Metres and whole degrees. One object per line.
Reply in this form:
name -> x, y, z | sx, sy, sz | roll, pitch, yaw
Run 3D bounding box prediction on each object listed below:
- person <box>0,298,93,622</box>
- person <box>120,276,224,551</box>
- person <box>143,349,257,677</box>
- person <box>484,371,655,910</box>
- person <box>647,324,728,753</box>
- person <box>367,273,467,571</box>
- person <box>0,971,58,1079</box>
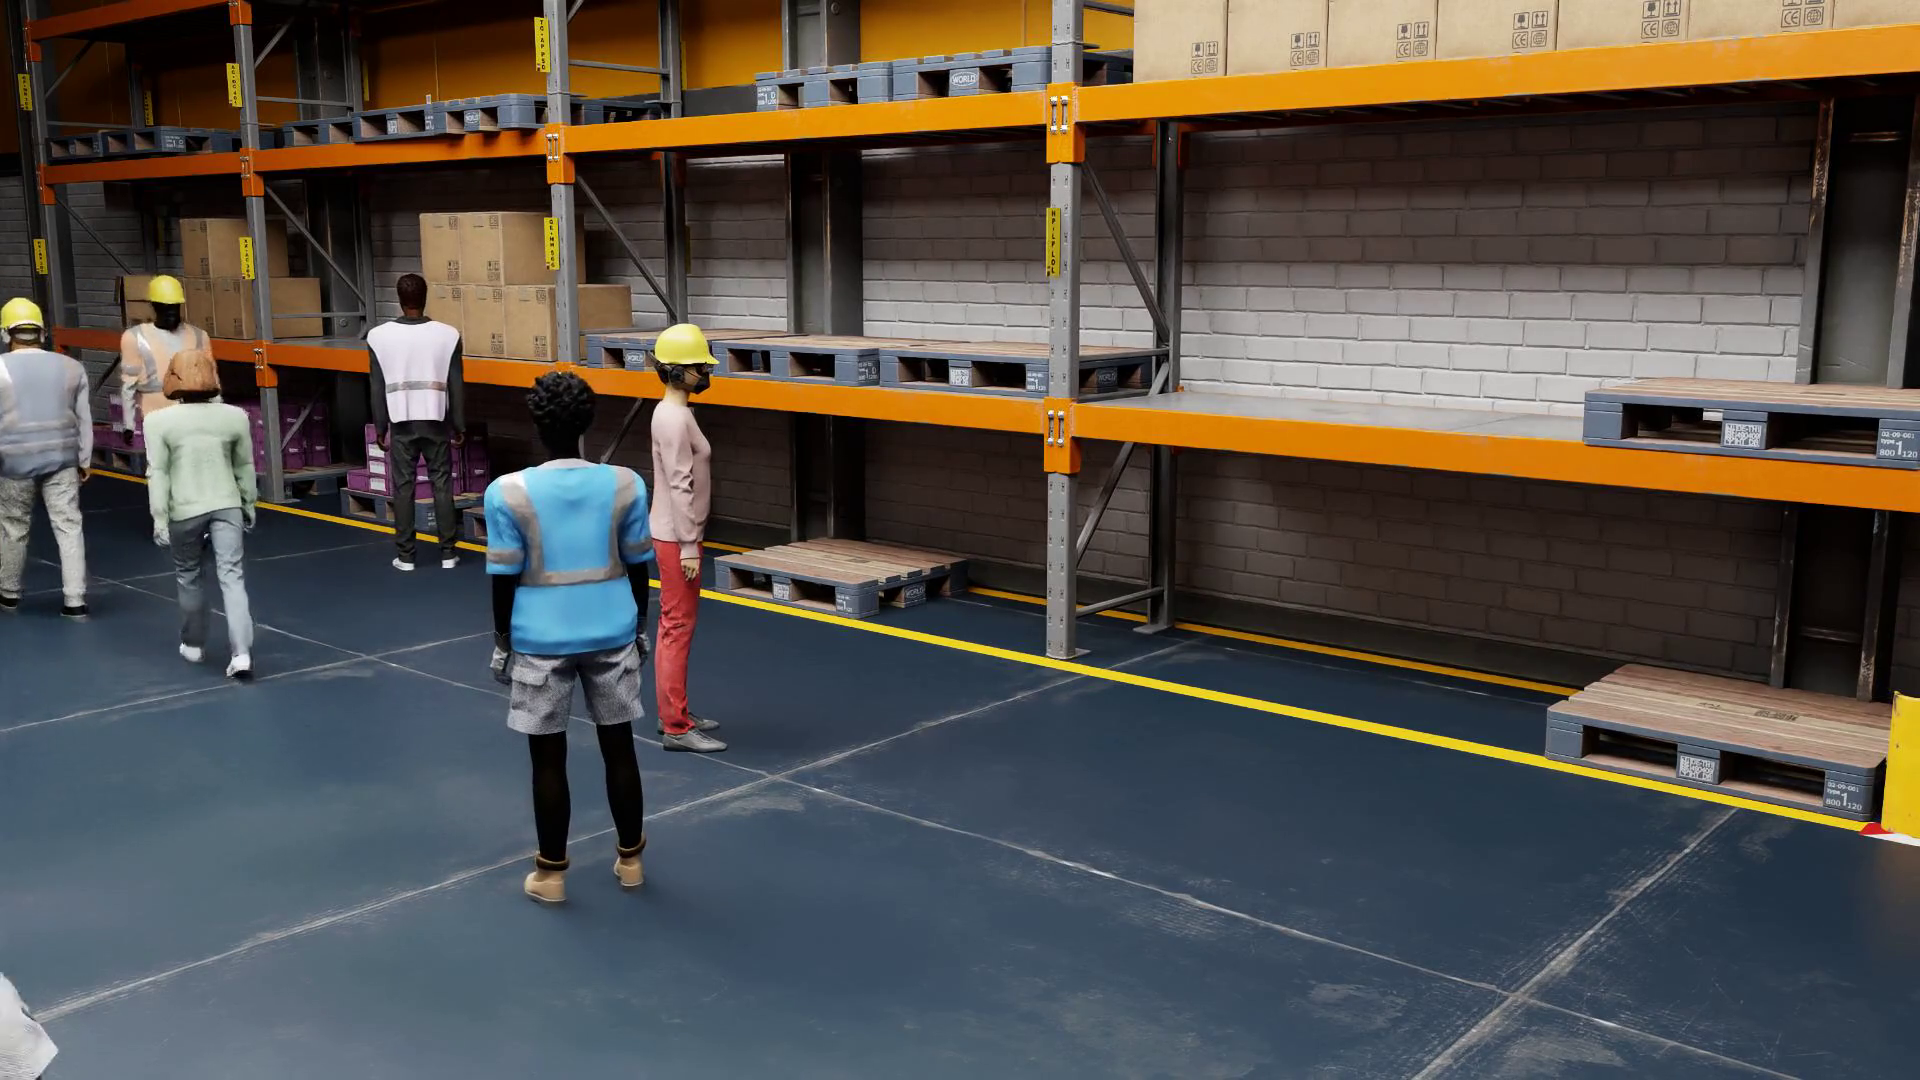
person -> -5.221, -0.448, 9.338 | 0.822, 1.796, 0.622 | 9, 14, 42
person -> -5.307, -0.845, 11.332 | 0.958, 1.876, 0.616 | 8, 13, 39
person -> -3.688, -0.131, 8.128 | 0.511, 1.595, 0.879 | -7, 12, -36
person -> -1.223, 0.316, 5.258 | 0.540, 1.696, 0.317 | -5, 11, -28
person -> -1.137, -0.007, 6.906 | 0.310, 1.768, 0.533 | -2, 10, -13
person -> -3.490, -0.756, 10.756 | 0.591, 1.912, 0.383 | -3, 11, -19
person -> -1.771, 0.762, 2.782 | 0.503, 1.681, 0.544 | 1, 10, 7
